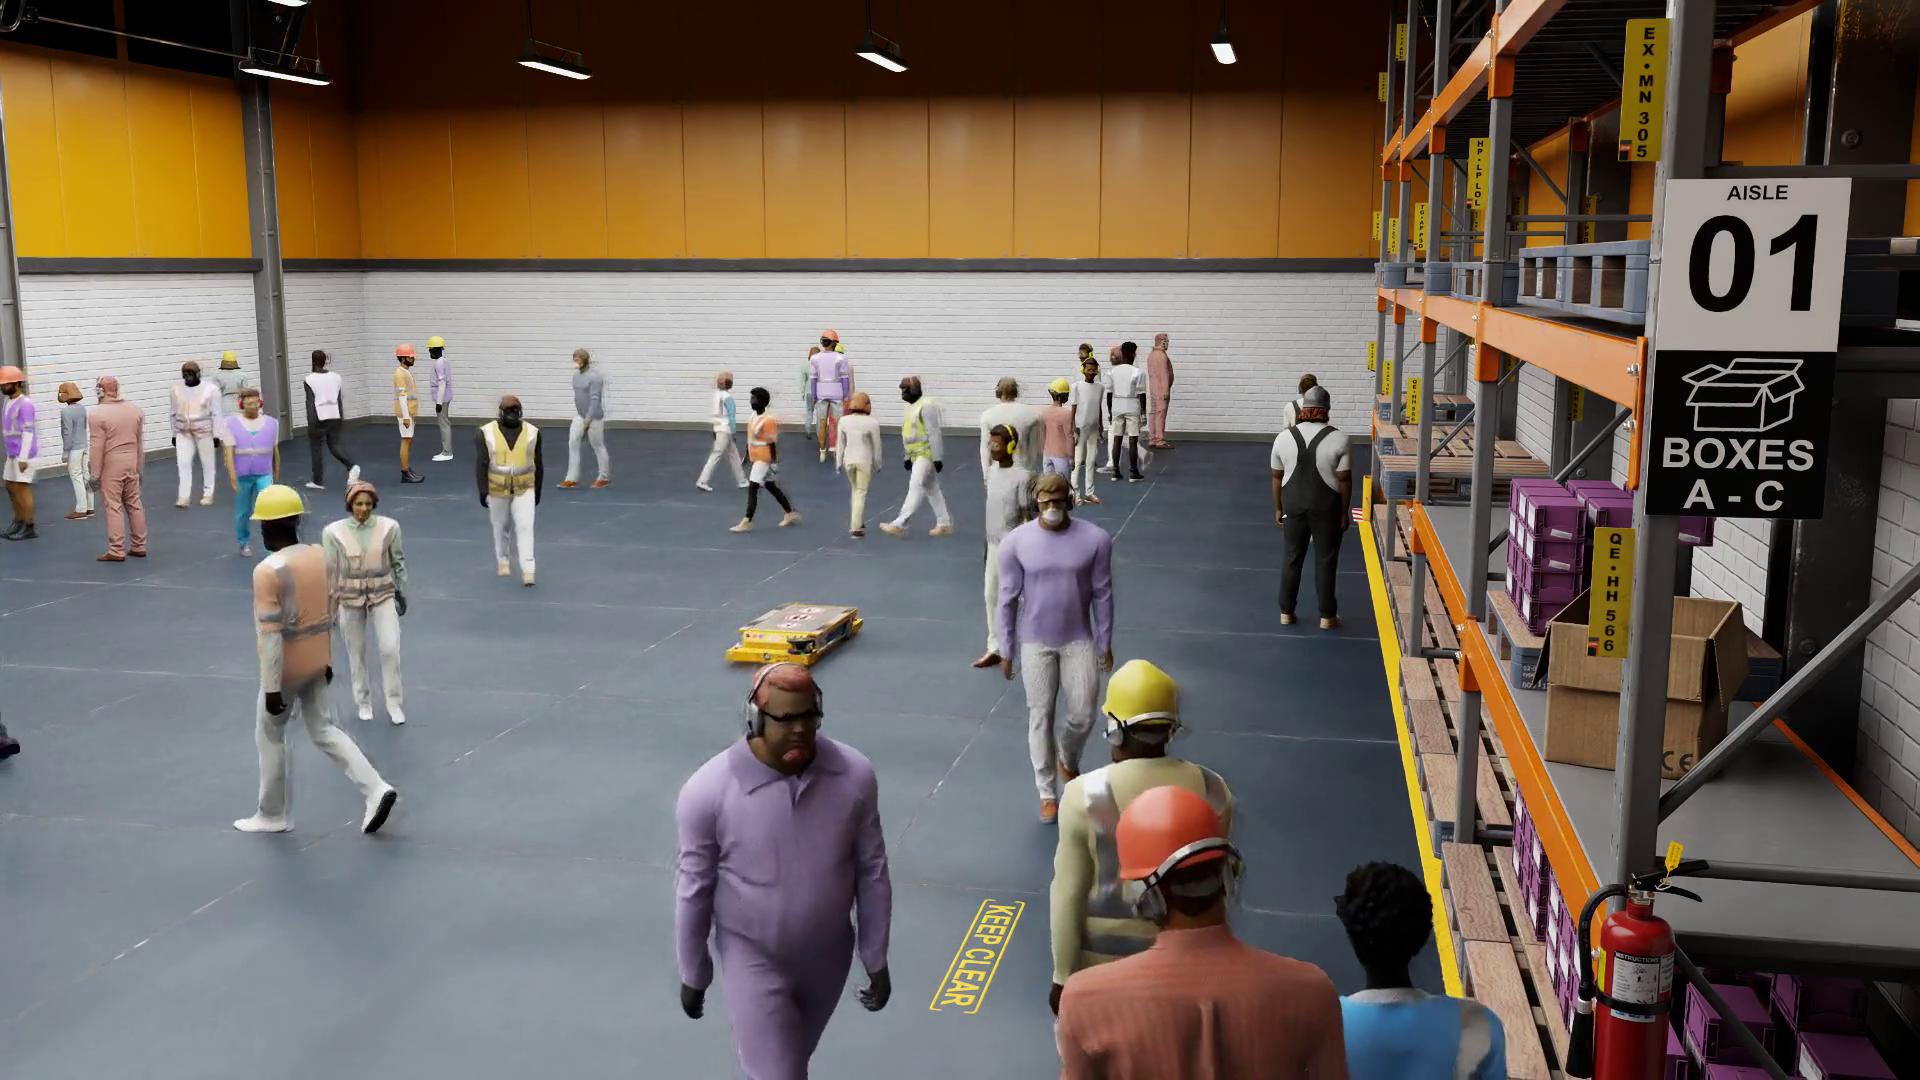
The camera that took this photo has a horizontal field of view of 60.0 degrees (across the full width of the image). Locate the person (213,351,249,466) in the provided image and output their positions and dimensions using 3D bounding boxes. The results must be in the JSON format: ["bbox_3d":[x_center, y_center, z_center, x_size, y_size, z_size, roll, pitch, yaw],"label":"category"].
[{"bbox_3d":[-10.926,-1.969,24.973,0.493,1.743,0.297,-5,11,-29],"label":"person"}]

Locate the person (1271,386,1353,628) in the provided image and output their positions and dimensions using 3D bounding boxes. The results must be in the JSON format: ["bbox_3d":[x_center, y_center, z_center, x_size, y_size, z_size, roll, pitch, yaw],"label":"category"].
[{"bbox_3d":[2.974,-0.289,13.958,0.682,2.000,0.535,5,11,30],"label":"person"}]

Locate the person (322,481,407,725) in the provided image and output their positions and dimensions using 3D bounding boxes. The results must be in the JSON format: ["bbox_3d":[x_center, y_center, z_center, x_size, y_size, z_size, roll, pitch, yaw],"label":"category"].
[{"bbox_3d":[-3.899,0.425,10.929,0.532,1.616,0.623,-4,10,-24],"label":"person"}]

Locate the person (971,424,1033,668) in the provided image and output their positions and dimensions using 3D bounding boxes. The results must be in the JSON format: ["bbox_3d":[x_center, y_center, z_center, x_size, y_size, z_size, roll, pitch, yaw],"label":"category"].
[{"bbox_3d":[0.389,0.036,12.572,0.649,1.854,0.517,-6,11,-34],"label":"person"}]

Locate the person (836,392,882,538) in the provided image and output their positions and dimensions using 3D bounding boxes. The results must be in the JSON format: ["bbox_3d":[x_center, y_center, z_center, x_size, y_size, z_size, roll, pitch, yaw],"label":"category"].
[{"bbox_3d":[-1.088,-0.842,18.581,0.505,1.609,0.696,4,10,24],"label":"person"}]

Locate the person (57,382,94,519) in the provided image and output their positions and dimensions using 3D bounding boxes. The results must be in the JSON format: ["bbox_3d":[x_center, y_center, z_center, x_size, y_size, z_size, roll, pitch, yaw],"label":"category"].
[{"bbox_3d":[-10.570,-1.065,19.858,0.279,1.633,0.505,-1,9,-4],"label":"person"}]

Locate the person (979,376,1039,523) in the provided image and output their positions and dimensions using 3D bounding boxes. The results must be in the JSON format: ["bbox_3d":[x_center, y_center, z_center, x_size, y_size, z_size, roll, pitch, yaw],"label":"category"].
[{"bbox_3d":[0.512,-0.711,16.910,0.636,1.914,0.904,-2,10,-10],"label":"person"}]

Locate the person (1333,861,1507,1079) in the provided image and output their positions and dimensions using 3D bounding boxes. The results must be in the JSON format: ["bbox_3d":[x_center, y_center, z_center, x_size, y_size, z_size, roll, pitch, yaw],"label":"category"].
[{"bbox_3d":[0.971,1.559,3.897,0.547,1.664,0.666,0,9,0],"label":"person"}]

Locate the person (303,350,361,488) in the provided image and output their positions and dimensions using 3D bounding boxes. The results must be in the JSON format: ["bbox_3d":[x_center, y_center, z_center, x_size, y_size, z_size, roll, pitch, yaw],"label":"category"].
[{"bbox_3d":[-8.511,-1.620,22.438,0.779,1.894,0.598,5,11,28],"label":"person"}]

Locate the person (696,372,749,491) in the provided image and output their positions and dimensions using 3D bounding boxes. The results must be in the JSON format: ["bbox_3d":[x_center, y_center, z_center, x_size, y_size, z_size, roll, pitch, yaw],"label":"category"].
[{"bbox_3d":[-3.167,-1.452,22.291,0.870,1.599,0.527,-4,10,-24],"label":"person"}]

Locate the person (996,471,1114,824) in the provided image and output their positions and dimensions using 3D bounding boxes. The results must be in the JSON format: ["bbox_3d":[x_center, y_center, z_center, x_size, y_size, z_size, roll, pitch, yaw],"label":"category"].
[{"bbox_3d":[0.515,0.575,9.086,0.656,1.928,0.454,0,9,-2],"label":"person"}]

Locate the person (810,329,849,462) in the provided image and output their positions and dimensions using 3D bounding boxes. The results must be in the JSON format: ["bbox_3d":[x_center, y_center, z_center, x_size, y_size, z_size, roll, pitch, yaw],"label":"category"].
[{"bbox_3d":[-1.990,-2.207,25.530,0.605,2.035,0.392,2,10,9],"label":"person"}]

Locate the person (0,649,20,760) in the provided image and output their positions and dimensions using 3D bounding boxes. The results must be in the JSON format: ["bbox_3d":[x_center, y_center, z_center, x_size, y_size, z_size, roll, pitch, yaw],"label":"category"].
[{"bbox_3d":[-6.125,0.421,10.140,0.988,1.882,0.568,9,13,42],"label":"person"}]

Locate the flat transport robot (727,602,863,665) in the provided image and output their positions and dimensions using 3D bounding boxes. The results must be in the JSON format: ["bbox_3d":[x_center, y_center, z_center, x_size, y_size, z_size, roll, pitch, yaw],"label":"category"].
[{"bbox_3d":[-1.282,0.723,13.179,0.652,0.197,1.431,2,10,13],"label":"flat transport robot"}]

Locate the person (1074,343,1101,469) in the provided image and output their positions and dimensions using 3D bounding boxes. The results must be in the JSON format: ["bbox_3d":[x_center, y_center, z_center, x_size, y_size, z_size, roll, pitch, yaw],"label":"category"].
[{"bbox_3d":[1.875,-1.992,24.730,0.516,1.872,0.325,9,13,42],"label":"person"}]

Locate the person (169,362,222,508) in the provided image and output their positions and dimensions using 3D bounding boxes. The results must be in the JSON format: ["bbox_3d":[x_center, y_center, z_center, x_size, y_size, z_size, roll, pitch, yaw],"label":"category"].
[{"bbox_3d":[-9.544,-1.294,20.683,0.661,1.811,0.833,-1,9,-5],"label":"person"}]

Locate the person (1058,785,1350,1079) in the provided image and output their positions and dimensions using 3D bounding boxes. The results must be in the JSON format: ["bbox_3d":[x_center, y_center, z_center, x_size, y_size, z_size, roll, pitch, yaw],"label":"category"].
[{"bbox_3d":[0.531,1.486,3.626,0.646,1.915,0.972,-1,9,-3],"label":"person"}]

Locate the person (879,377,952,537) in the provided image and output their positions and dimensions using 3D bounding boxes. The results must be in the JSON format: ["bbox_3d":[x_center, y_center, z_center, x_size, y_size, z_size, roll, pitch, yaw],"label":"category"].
[{"bbox_3d":[-0.497,-0.913,18.510,0.932,1.787,0.669,-3,10,-17],"label":"person"}]

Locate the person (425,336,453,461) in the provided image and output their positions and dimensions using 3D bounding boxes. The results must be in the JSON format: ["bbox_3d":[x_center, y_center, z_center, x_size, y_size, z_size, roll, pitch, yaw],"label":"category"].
[{"bbox_3d":[-8.040,-2.185,25.719,0.368,1.926,0.594,-2,10,-12],"label":"person"}]

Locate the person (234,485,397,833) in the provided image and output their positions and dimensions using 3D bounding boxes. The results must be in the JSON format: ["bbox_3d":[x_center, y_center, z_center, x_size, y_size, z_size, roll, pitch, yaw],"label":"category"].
[{"bbox_3d":[-3.451,0.646,8.762,0.865,1.898,0.599,2,10,14],"label":"person"}]

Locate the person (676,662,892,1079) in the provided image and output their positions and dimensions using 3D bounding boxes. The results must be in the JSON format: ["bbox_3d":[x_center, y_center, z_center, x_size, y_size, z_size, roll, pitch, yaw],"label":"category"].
[{"bbox_3d":[-0.537,1.270,5.146,0.645,1.859,1.015,-5,11,-29],"label":"person"}]

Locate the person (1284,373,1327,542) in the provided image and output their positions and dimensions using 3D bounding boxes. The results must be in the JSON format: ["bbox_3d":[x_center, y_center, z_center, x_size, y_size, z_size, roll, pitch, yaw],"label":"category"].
[{"bbox_3d":[3.780,-0.896,18.202,0.506,1.845,0.344,6,11,32],"label":"person"}]

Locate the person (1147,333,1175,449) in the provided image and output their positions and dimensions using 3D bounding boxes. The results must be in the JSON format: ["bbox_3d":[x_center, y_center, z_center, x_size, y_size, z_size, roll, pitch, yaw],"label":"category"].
[{"bbox_3d":[3.311,-2.447,27.351,0.410,1.911,0.643,-3,10,-15],"label":"person"}]

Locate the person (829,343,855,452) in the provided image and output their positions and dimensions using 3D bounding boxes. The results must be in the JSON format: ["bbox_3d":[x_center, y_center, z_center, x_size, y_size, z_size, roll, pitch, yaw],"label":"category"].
[{"bbox_3d":[-1.965,-2.281,26.819,0.551,1.776,0.373,0,9,1],"label":"person"}]

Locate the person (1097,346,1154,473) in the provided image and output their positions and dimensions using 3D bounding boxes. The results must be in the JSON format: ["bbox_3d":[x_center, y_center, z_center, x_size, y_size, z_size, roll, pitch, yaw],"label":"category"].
[{"bbox_3d":[2.391,-1.869,24.007,0.741,1.864,0.576,1,10,7],"label":"person"}]

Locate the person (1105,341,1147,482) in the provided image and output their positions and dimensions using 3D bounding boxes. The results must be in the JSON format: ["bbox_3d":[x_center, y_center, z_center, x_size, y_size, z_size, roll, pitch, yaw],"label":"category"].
[{"bbox_3d":[2.337,-1.795,23.251,0.613,1.965,0.361,5,11,30],"label":"person"}]

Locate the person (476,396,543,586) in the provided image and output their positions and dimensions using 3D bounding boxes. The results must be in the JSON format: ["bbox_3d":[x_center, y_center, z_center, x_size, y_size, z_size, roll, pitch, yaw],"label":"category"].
[{"bbox_3d":[-4.299,-0.486,15.914,0.627,1.796,0.976,-3,10,-18],"label":"person"}]

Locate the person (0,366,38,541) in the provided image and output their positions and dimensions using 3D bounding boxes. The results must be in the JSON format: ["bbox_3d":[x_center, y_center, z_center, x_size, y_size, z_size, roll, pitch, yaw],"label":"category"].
[{"bbox_3d":[-10.400,-0.957,18.329,0.586,1.928,0.414,8,12,39],"label":"person"}]

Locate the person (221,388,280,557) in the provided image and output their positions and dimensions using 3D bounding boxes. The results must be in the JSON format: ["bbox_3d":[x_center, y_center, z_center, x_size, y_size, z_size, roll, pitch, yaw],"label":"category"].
[{"bbox_3d":[-7.213,-0.666,16.964,0.557,1.804,0.975,-6,11,-33],"label":"person"}]

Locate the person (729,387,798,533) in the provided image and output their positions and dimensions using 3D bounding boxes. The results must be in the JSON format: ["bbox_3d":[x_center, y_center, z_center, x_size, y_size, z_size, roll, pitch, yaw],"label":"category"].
[{"bbox_3d":[-2.218,-0.928,18.959,0.870,1.656,0.532,-4,10,-25],"label":"person"}]

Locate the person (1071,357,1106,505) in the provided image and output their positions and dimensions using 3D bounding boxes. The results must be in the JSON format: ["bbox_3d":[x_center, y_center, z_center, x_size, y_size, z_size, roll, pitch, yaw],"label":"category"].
[{"bbox_3d":[1.628,-1.377,21.051,0.520,1.864,0.332,-5,11,-30],"label":"person"}]

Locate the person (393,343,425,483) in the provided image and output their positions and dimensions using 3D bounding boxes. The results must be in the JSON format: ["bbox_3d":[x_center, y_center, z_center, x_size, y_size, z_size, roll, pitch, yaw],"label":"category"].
[{"bbox_3d":[-7.677,-1.762,23.138,0.354,1.939,0.544,-2,10,-12],"label":"person"}]

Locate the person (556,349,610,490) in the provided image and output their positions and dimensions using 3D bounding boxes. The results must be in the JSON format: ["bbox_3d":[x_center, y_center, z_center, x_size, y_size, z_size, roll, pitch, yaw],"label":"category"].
[{"bbox_3d":[-5.075,-1.602,22.296,0.629,1.901,0.879,8,12,38],"label":"person"}]

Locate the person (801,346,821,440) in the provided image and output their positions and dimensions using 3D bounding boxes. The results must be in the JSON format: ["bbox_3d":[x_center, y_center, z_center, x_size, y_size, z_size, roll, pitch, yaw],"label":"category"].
[{"bbox_3d":[-2.466,-2.518,28.635,0.519,1.628,0.352,2,10,11],"label":"person"}]

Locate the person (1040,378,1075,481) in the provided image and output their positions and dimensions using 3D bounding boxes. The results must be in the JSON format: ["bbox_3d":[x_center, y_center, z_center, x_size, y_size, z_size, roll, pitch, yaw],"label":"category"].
[{"bbox_3d":[1.105,-0.923,18.603,0.314,1.769,0.523,-7,12,-38],"label":"person"}]

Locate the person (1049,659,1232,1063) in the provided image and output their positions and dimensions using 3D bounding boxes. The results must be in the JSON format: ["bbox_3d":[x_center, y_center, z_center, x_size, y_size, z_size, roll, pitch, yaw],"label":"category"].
[{"bbox_3d":[0.542,1.269,5.241,0.624,1.815,0.482,-3,10,-18],"label":"person"}]

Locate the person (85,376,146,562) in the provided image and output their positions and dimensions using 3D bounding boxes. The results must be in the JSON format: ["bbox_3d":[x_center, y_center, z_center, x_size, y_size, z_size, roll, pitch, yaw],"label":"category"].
[{"bbox_3d":[-8.662,-0.724,17.019,0.400,1.902,0.689,3,10,17],"label":"person"}]
